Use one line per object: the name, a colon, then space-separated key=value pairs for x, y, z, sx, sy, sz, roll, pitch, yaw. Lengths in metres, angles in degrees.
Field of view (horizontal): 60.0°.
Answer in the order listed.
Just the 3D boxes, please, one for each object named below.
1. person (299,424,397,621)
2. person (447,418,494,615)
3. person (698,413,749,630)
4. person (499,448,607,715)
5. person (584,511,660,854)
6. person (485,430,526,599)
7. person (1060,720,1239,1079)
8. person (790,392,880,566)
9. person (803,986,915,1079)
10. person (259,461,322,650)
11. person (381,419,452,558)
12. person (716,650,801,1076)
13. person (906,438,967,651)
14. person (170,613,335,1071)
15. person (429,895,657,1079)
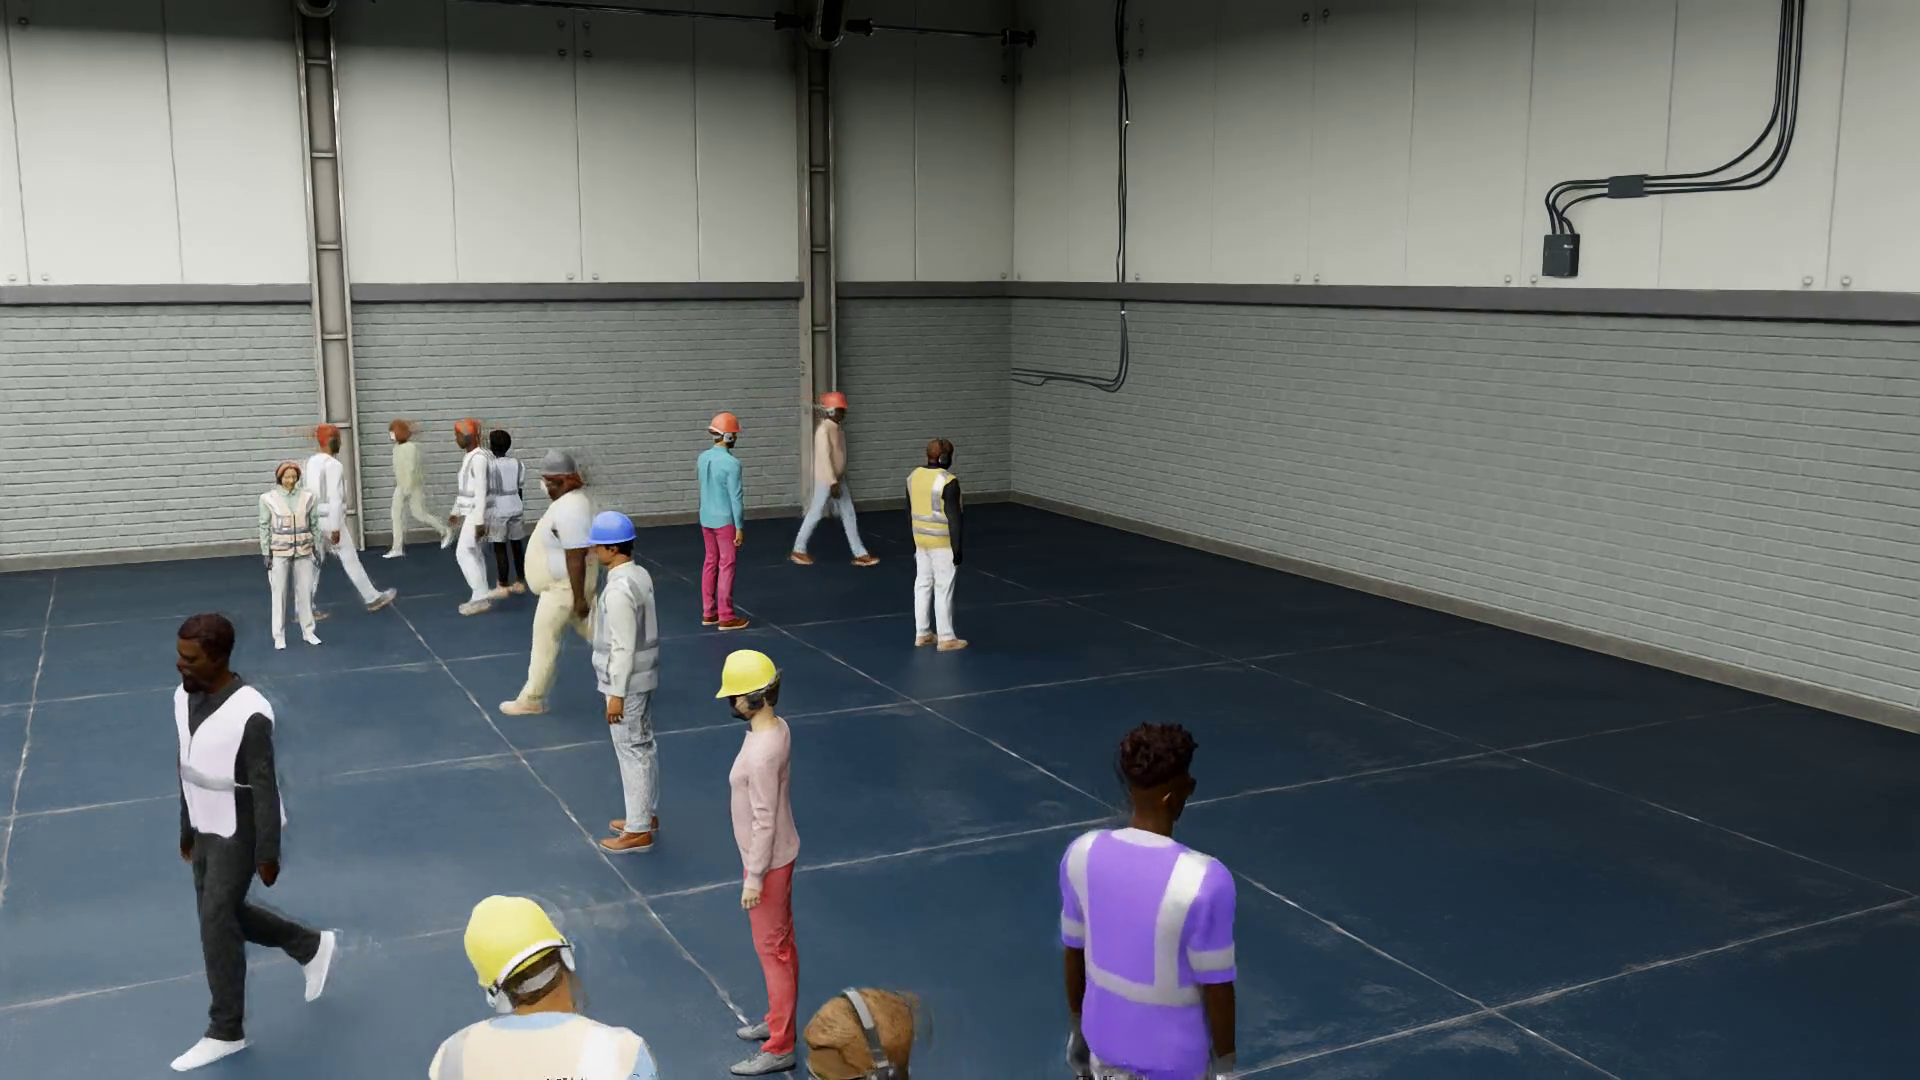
person: x=-5.884 y=-0.178 z=15.734 sx=0.589 sy=1.833 sz=0.945 roll=8 pitch=12 yaw=39
person: x=-4.707 y=-0.230 z=15.943 sx=0.464 sy=1.873 sz=0.589 roll=-3 pitch=10 yaw=-19
person: x=-2.163 y=-0.170 z=15.268 sx=0.406 sy=1.987 sz=0.608 roll=-9 pitch=13 yaw=-44
person: x=-2.872 y=0.271 z=12.360 sx=1.043 sy=2.000 sz=0.680 roll=-1 pitch=9 yaw=-6
person: x=-1.900 y=0.797 z=9.413 sx=0.408 sy=1.942 sz=0.616 roll=0 pitch=9 yaw=0
person: x=-4.581 y=-0.260 z=16.687 sx=0.319 sy=1.697 sz=0.533 roll=5 pitch=11 yaw=28
person: x=0.547 y=1.505 z=5.021 sx=0.621 sy=1.952 sz=0.636 roll=9 pitch=13 yaw=44
person: x=-1.442 y=-0.671 z=18.468 sx=1.024 sy=1.947 sz=0.623 roll=4 pitch=10 yaw=21
person: x=-0.158 y=1.809 z=3.537 sx=0.400 sy=1.824 sz=0.536 roll=-2 pitch=9 yaw=-12
person: x=-5.833 y=0.124 z=14.505 sx=0.512 sy=1.637 sz=0.306 roll=-8 pitch=12 yaw=-39
person: x=-6.281 y=-0.606 z=19.143 sx=0.492 sy=1.605 sz=0.765 roll=8 pitch=12 yaw=41
person: x=-0.822 y=1.310 z=6.828 sx=0.325 sy=1.760 sz=0.523 roll=0 pitch=9 yaw=-1
person: x=-0.186 y=0.033 z=14.444 sx=0.429 sy=1.839 sz=0.634 roll=-8 pitch=12 yaw=-41
person: x=-3.027 y=1.211 z=7.024 sx=0.597 sy=1.898 sz=0.722 roll=8 pitch=12 yaw=40
person: x=-0.969 y=1.748 z=4.052 sx=0.676 sy=1.790 sz=0.405 roll=3 pitch=10 yaw=20
